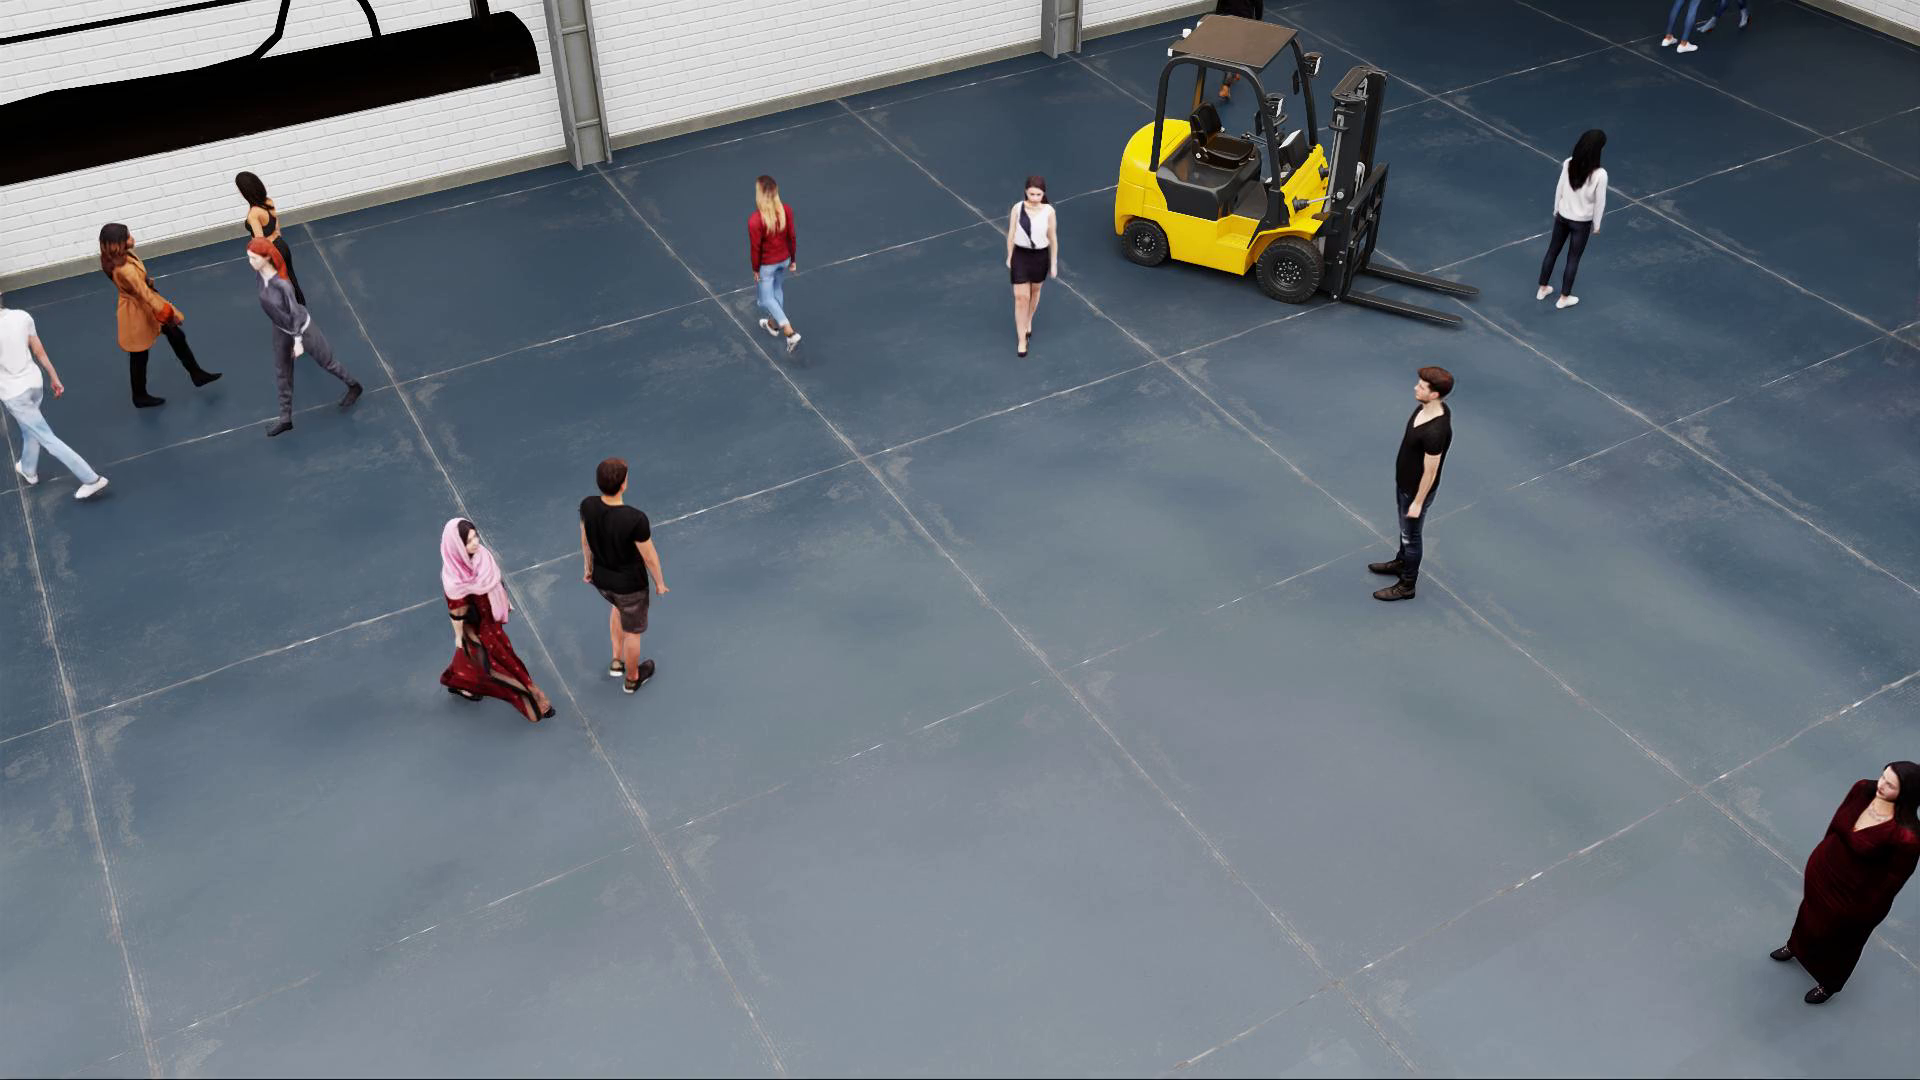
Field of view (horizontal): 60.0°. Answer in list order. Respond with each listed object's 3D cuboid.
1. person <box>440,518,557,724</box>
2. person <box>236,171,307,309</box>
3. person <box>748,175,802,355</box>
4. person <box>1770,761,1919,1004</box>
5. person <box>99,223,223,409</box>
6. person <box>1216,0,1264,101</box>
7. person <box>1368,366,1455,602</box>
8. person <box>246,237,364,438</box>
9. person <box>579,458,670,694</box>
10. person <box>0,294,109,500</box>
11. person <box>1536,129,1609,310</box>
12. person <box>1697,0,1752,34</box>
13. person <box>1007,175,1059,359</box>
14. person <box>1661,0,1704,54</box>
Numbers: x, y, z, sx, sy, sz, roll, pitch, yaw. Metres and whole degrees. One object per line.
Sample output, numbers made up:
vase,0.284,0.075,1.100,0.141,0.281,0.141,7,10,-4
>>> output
person,-3.193,0.514,10.841,1.145,1.600,1.070,9,39,11
person,-5.989,-2.465,14.538,0.671,1.641,0.634,4,39,5
person,-1.593,-2.383,14.458,0.966,1.613,0.777,-28,46,-31
person,4.870,1.839,9.056,0.699,1.757,0.732,-9,39,-11
person,-6.821,-1.792,13.652,0.967,1.696,0.698,-18,42,-22
person,3.089,-5.783,18.640,0.968,1.707,1.163,21,43,24
person,3.230,-0.396,11.744,0.783,1.896,0.769,3,39,4
person,-5.339,-1.707,13.521,0.935,1.725,1.200,22,43,25
person,-2.284,0.296,10.913,0.812,1.851,0.842,15,41,17
person,-7.078,-1.105,12.707,1.255,1.802,1.248,11,40,14
person,5.561,-2.924,15.066,0.598,1.700,0.656,-28,46,-31
person,9.534,-6.923,20.169,1.091,1.580,0.776,-17,42,-20
person,0.620,-2.470,14.556,0.882,1.627,0.884,0,39,0
person,8.738,-6.699,19.765,0.506,1.734,0.602,-20,43,-23
